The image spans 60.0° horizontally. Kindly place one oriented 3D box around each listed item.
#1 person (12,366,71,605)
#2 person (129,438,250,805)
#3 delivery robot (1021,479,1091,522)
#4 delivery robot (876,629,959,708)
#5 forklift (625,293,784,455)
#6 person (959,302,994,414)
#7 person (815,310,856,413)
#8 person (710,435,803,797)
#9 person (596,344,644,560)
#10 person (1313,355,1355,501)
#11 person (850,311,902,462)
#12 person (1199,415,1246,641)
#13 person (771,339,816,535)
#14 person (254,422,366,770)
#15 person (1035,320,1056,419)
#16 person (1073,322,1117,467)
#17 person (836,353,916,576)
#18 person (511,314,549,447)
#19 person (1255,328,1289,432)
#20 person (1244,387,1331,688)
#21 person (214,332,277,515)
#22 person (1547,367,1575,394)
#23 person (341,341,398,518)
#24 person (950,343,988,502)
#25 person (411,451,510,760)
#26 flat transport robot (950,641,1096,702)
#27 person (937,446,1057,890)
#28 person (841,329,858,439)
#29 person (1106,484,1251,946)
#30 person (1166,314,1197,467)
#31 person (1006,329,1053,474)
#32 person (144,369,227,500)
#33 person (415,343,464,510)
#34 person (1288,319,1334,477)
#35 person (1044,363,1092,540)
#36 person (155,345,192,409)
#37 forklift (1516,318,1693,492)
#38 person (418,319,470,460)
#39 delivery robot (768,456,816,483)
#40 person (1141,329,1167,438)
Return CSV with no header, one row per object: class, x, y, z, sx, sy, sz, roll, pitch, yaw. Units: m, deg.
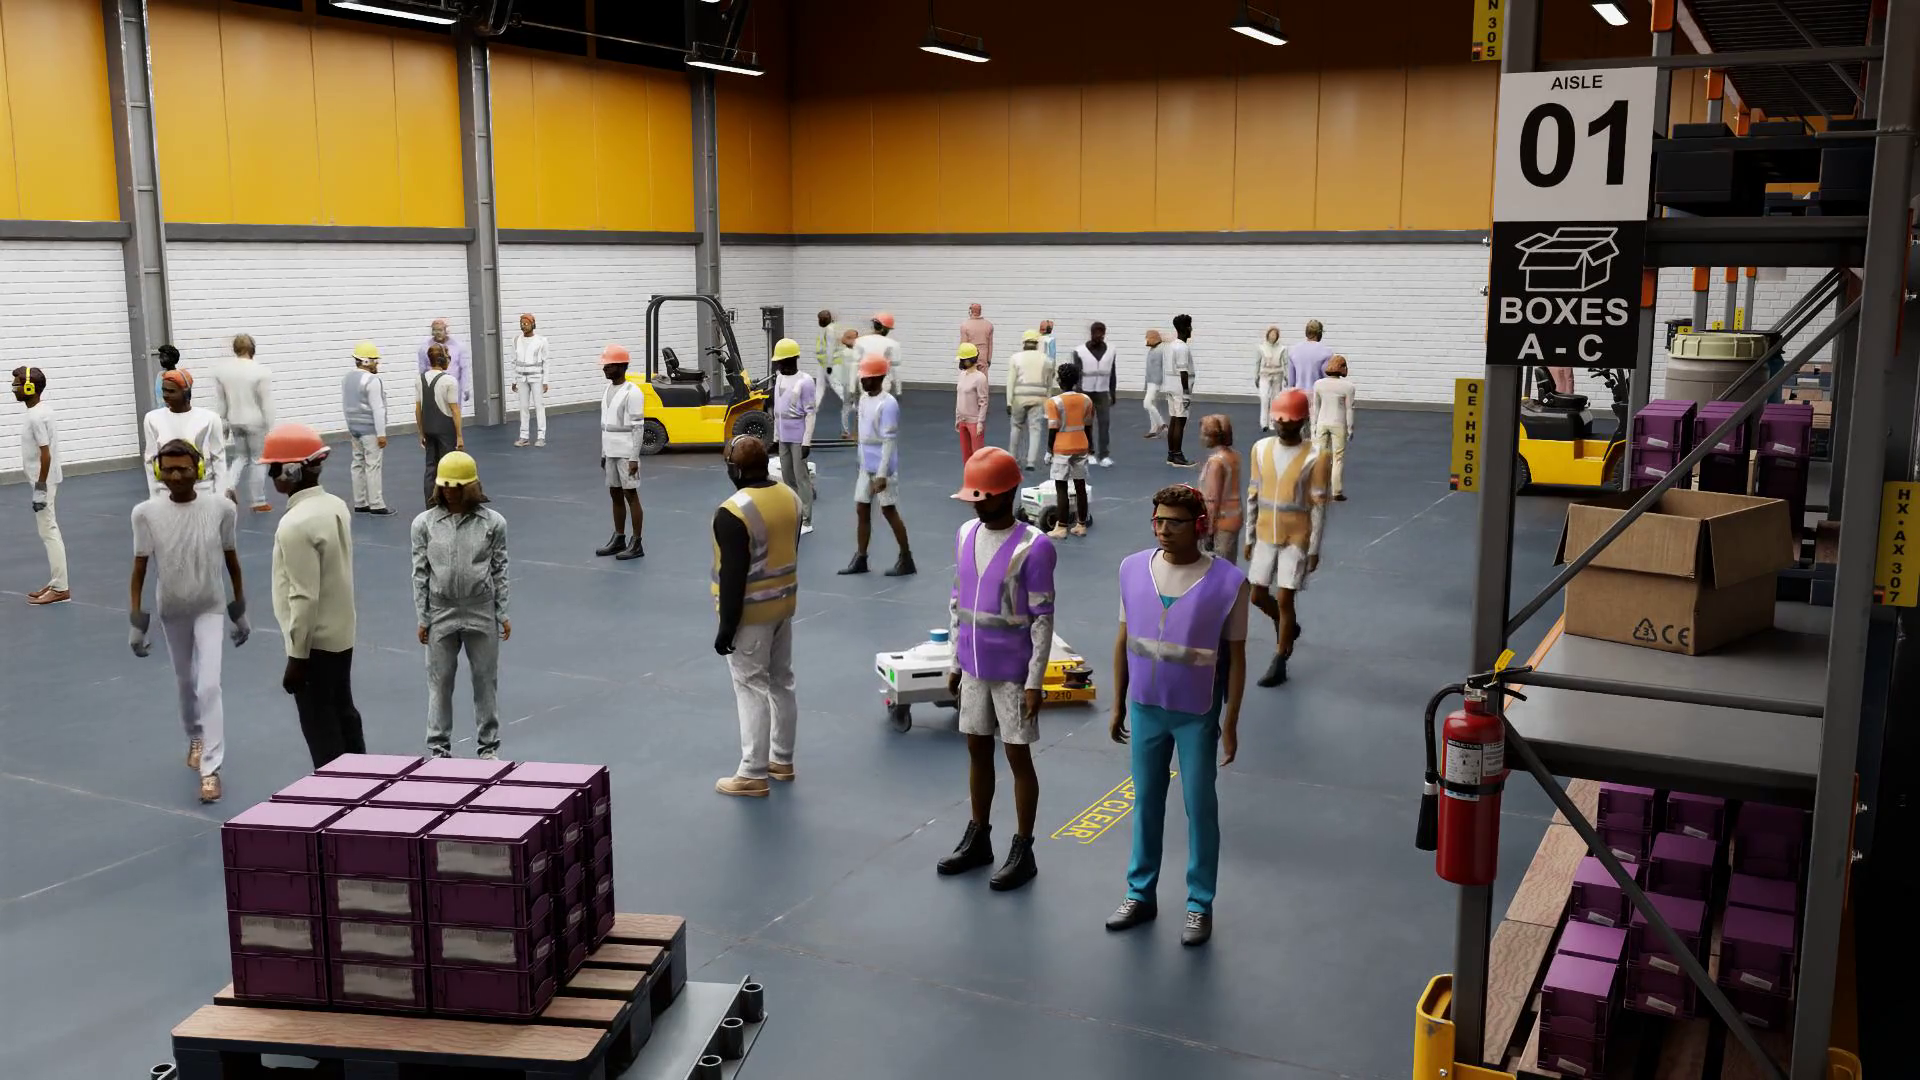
person,-7.225,-0.429,13.052,0.317,1.870,0.531,-5,11,-26
person,-3.986,0.368,8.603,0.552,1.827,0.987,-3,10,-19
delivery robot,0.962,-0.427,16.571,0.707,0.478,0.477,-7,12,-35
delivery robot,-0.121,0.764,9.676,0.707,0.478,0.477,-3,10,-17
forklift,-3.588,-2.317,23.042,2.313,2.155,1.214,-1,10,-5
person,0.253,-3.072,28.246,0.643,1.909,0.410,-6,11,-30
person,-2.207,-3.032,28.380,0.874,1.789,0.672,-2,10,-11
person,-1.052,0.381,8.460,0.430,1.840,0.621,5,11,27
person,-3.064,-0.791,14.955,0.542,1.938,0.357,9,13,43
person,4.141,-1.240,18.458,0.493,1.624,0.280,7,12,36
person,-1.071,-1.949,21.477,0.624,1.994,0.613,2,10,13
person,1.859,-0.068,11.677,0.383,1.632,0.657,4,11,22
person,-1.645,-1.003,16.241,0.381,1.917,0.584,-8,13,-40
person,-2.953,0.453,7.589,0.402,1.990,0.622,0,10,-2
person,1.408,-2.817,27.542,0.315,1.641,0.514,-7,12,-34
person,1.767,-1.862,21.365,0.608,1.857,0.934,-2,10,-13
person,-0.706,-0.623,14.156,0.620,1.926,0.589,-7,12,-34
person,-6.112,-2.261,23.634,0.573,1.879,0.356,2,10,12
person,4.795,-2.444,25.519,0.518,1.595,0.855,1,10,3
person,2.096,-0.029,10.609,0.560,1.917,0.563,8,12,37
person,-7.448,-1.201,17.358,0.634,1.923,0.517,3,10,15
person,7.701,-1.819,21.397,0.306,1.770,0.525,-4,11,-22
person,-6.171,-1.150,17.344,0.592,1.828,0.404,7,12,37
person,0.104,-1.299,18.419,0.328,1.760,0.524,-6,12,-32
person,-2.577,0.402,8.626,0.483,1.738,0.313,-3,10,-19
flat transport robot,0.374,0.774,10.714,0.652,0.197,1.431,-2,10,-10
person,0.149,0.550,7.217,0.542,1.929,0.369,9,13,41
person,-1.614,-2.271,24.400,0.268,1.632,0.507,0,10,0
person,0.875,0.686,6.671,0.564,1.844,0.388,6,11,31
person,2.849,-1.925,21.432,0.361,1.965,0.612,-1,10,-8
person,0.844,-1.750,20.933,0.600,1.783,0.889,-1,10,-8
person,-5.836,-0.349,12.556,0.575,1.882,0.359,-1,10,-5
person,-5.232,-1.057,16.760,0.514,1.844,0.327,4,11,21
person,4.304,-1.727,20.371,0.630,1.940,0.370,9,13,41
person,1.037,-0.851,15.995,0.529,1.697,0.321,-7,12,-34
person,-9.064,-1.400,19.180,0.532,1.696,0.319,5,11,28
forklift,7.066,-1.601,18.899,2.313,2.155,1.214,5,11,27
person,-6.943,-2.042,22.393,0.648,1.875,0.882,-4,10,-20
delivery robot,-1.928,-0.788,18.664,0.477,0.478,0.707,-8,13,-38
person,2.832,-2.305,24.636,0.346,1.617,0.519,-2,10,-9
